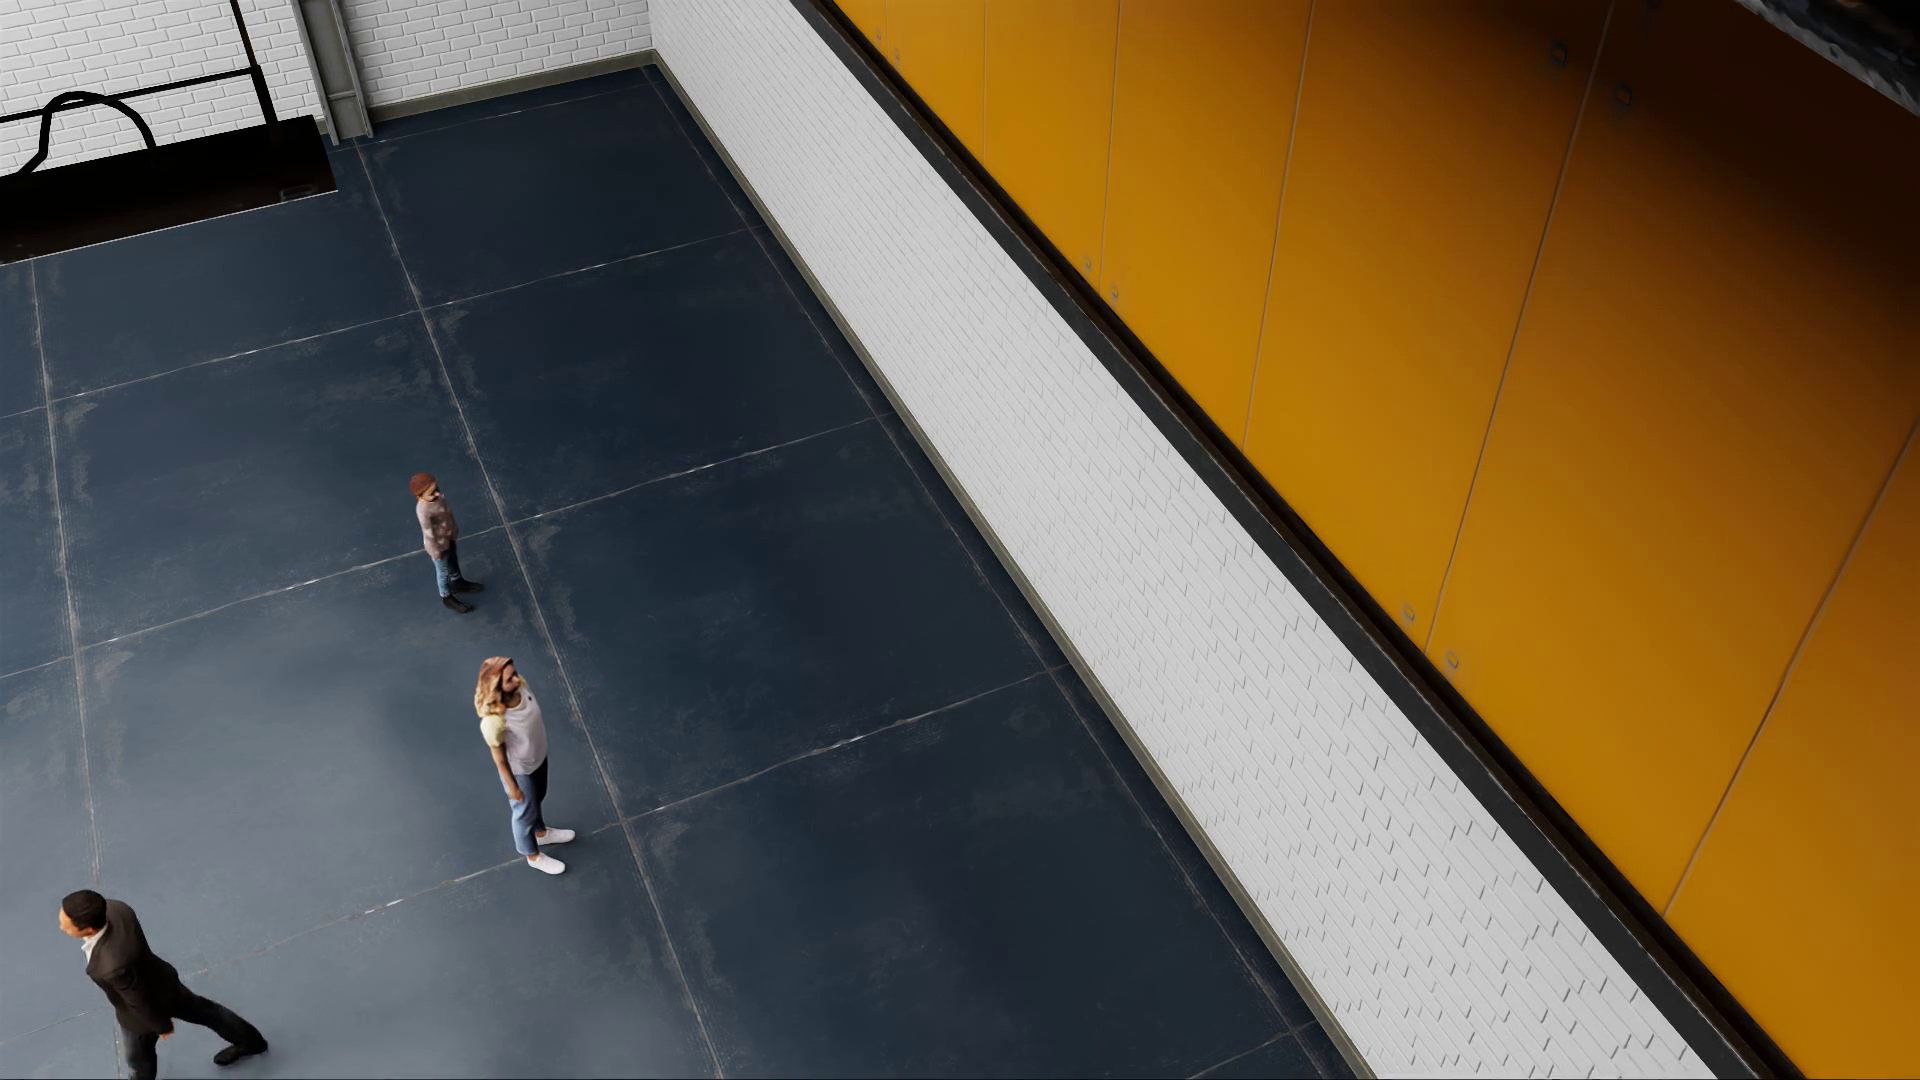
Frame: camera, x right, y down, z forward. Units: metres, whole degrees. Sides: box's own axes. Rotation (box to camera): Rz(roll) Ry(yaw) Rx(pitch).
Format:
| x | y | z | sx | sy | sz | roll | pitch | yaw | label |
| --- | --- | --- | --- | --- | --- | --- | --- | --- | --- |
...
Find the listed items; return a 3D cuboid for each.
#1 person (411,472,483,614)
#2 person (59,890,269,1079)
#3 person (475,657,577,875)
| x | y | z | sx | sy | sz | roll | pitch | yaw | label |
| --- | --- | --- | --- | --- | --- | --- | --- | --- | --- |
| -3.562 | -0.026 | 11.421 | 0.602 | 1.190 | 0.564 | 5 | 44 | 5 | person |
| -4.098 | 2.301 | 8.568 | 1.133 | 1.758 | 0.717 | -16 | 46 | -16 | person |
| -2.551 | 1.288 | 9.657 | 0.725 | 1.722 | 0.712 | 5 | 44 | 6 | person |
